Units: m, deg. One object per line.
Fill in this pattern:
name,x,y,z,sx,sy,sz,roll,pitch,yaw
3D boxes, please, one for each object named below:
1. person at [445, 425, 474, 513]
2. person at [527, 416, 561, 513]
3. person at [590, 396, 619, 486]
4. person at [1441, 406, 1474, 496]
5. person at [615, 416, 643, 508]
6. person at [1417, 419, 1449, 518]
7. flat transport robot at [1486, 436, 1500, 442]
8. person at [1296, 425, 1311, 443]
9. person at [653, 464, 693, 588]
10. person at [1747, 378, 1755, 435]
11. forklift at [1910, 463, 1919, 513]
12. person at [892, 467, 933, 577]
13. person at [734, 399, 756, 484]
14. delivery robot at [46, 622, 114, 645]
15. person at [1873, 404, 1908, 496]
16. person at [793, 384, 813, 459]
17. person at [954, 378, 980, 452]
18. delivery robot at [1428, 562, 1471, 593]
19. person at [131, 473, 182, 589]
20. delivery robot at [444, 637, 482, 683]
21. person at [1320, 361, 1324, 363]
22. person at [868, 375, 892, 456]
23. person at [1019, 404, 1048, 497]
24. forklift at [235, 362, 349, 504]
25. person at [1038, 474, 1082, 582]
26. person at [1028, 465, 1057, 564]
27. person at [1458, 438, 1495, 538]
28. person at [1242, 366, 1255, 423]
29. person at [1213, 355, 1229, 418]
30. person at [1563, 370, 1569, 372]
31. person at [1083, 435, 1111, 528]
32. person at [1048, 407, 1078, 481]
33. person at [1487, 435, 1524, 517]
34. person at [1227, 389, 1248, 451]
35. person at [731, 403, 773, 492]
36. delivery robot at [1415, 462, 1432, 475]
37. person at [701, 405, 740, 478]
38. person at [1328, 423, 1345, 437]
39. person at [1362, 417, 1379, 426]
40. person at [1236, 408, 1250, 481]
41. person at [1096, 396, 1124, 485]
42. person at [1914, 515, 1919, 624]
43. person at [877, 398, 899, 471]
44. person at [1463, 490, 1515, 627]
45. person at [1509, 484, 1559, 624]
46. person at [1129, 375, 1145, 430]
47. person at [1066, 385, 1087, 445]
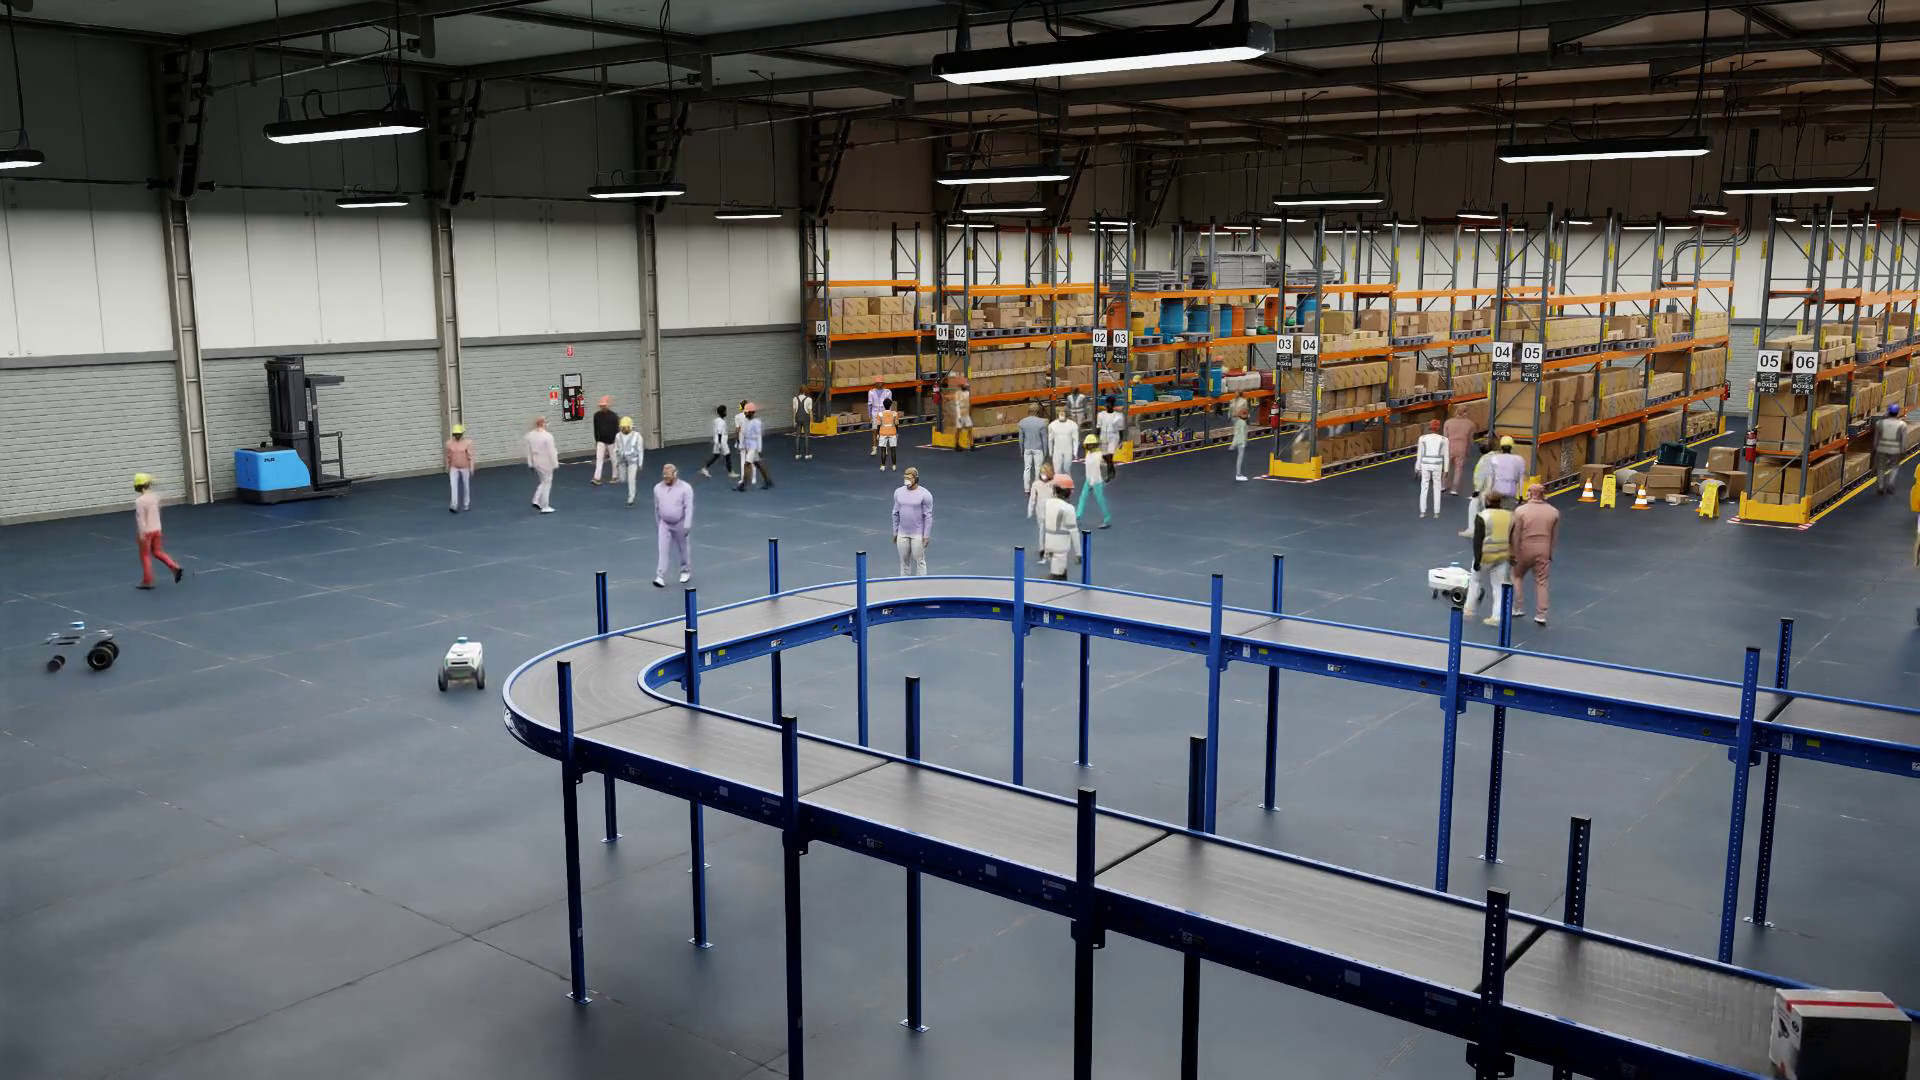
person,-9.720,-1.379,30.384,0.542,1.710,0.934,-2,10,-9
person,-8.054,-1.466,30.389,0.650,1.891,0.442,8,13,39
person,-7.745,-2.164,34.160,0.628,1.938,1.017,2,10,13
person,10.449,-1.897,32.916,0.644,1.851,0.947,2,10,14
person,-6.588,-1.569,31.197,0.598,1.817,0.563,3,10,14
person,9.017,-1.362,29.838,0.583,1.883,0.359,4,11,21
flat transport robot,14.816,-2.782,42.481,1.431,0.197,0.652,-10,14,-43
person,8.922,-3.067,40.199,0.507,1.609,0.699,10,14,44
person,-4.322,-0.220,23.525,0.639,1.841,1.038,1,10,7
person,22.548,-3.931,44.191,0.585,1.919,0.374,-2,10,-12
forklift,19.034,-1.348,28.998,2.313,2.155,1.214,8,13,37
person,-0.696,-0.086,22.491,0.632,1.940,0.372,5,11,25
person,-4.699,-2.159,34.351,0.518,1.874,0.329,-4,11,-23
delivery robot,-10.595,1.102,18.822,0.698,0.223,0.335,-3,11,-19
person,19.406,-1.885,32.661,0.616,1.926,0.612,8,13,39
person,-3.890,-2.935,38.816,0.503,1.839,0.329,2,10,10
person,0.162,-3.192,40.076,0.898,1.897,0.563,9,13,41
delivery robot,7.125,0.567,22.565,0.477,0.478,0.707,-8,13,-39
person,-12.023,-0.137,23.293,0.599,1.748,0.539,2,10,10
delivery robot,-5.734,1.366,18.069,0.477,0.478,0.707,-2,10,-10
person,12.372,-5.653,53.878,0.391,1.921,0.591,3,10,15
person,-2.016,-3.132,39.344,0.615,2.041,0.385,1,10,5
person,1.528,-1.865,32.505,0.630,1.940,0.373,4,11,19
forklift,-13.803,-2.244,32.110,1.129,2.768,1.873,8,13,37
person,1.447,0.100,21.277,1.021,1.990,0.639,-6,12,-32
person,1.386,-0.436,25.458,0.517,1.585,0.875,4,11,21
person,9.072,-0.884,27.368,0.753,1.807,0.617,2,10,10
person,8.353,-4.193,45.891,0.599,1.836,0.404,4,11,21
person,8.111,-4.800,48.947,0.615,1.965,0.844,8,13,37
person,16.786,-3.796,43.543,0.576,1.881,0.339,3,11,18
person,2.367,-1.050,28.542,0.913,1.720,0.531,-4,11,-23
person,2.106,-1.770,32.066,0.635,1.897,0.896,1,10,5
person,9.335,-0.840,26.809,0.603,1.903,0.470,3,11,17
person,7.203,-3.115,40.518,0.878,1.596,0.526,-9,13,-41
person,-4.409,-1.982,33.342,1.013,1.894,0.563,-6,12,-30
delivery robot,10.541,-1.672,35.171,0.477,0.478,0.707,10,14,43
person,-5.445,-2.216,35.260,0.831,1.664,0.540,-3,10,-14
person,9.925,-3.377,41.322,0.654,1.828,0.454,8,13,39
person,12.324,-4.413,46.696,0.622,1.990,0.389,8,13,38
person,6.316,-2.147,34.972,0.276,1.630,0.503,1,10,6
person,3.332,-2.235,34.620,0.609,1.936,0.894,6,12,29
person,13.081,0.248,20.966,0.781,1.821,0.572,-7,12,-34
person,-1.686,-2.457,36.521,0.540,1.696,0.316,-2,10,-12
person,7.091,0.231,21.087,0.652,1.804,0.837,-4,11,-19
person,7.756,0.176,21.236,0.703,1.862,0.736,-1,10,-4
person,4.783,-3.584,42.507,0.619,1.818,0.420,6,12,29
person,3.095,-3.302,41.535,0.535,1.601,0.809,5,11,28
